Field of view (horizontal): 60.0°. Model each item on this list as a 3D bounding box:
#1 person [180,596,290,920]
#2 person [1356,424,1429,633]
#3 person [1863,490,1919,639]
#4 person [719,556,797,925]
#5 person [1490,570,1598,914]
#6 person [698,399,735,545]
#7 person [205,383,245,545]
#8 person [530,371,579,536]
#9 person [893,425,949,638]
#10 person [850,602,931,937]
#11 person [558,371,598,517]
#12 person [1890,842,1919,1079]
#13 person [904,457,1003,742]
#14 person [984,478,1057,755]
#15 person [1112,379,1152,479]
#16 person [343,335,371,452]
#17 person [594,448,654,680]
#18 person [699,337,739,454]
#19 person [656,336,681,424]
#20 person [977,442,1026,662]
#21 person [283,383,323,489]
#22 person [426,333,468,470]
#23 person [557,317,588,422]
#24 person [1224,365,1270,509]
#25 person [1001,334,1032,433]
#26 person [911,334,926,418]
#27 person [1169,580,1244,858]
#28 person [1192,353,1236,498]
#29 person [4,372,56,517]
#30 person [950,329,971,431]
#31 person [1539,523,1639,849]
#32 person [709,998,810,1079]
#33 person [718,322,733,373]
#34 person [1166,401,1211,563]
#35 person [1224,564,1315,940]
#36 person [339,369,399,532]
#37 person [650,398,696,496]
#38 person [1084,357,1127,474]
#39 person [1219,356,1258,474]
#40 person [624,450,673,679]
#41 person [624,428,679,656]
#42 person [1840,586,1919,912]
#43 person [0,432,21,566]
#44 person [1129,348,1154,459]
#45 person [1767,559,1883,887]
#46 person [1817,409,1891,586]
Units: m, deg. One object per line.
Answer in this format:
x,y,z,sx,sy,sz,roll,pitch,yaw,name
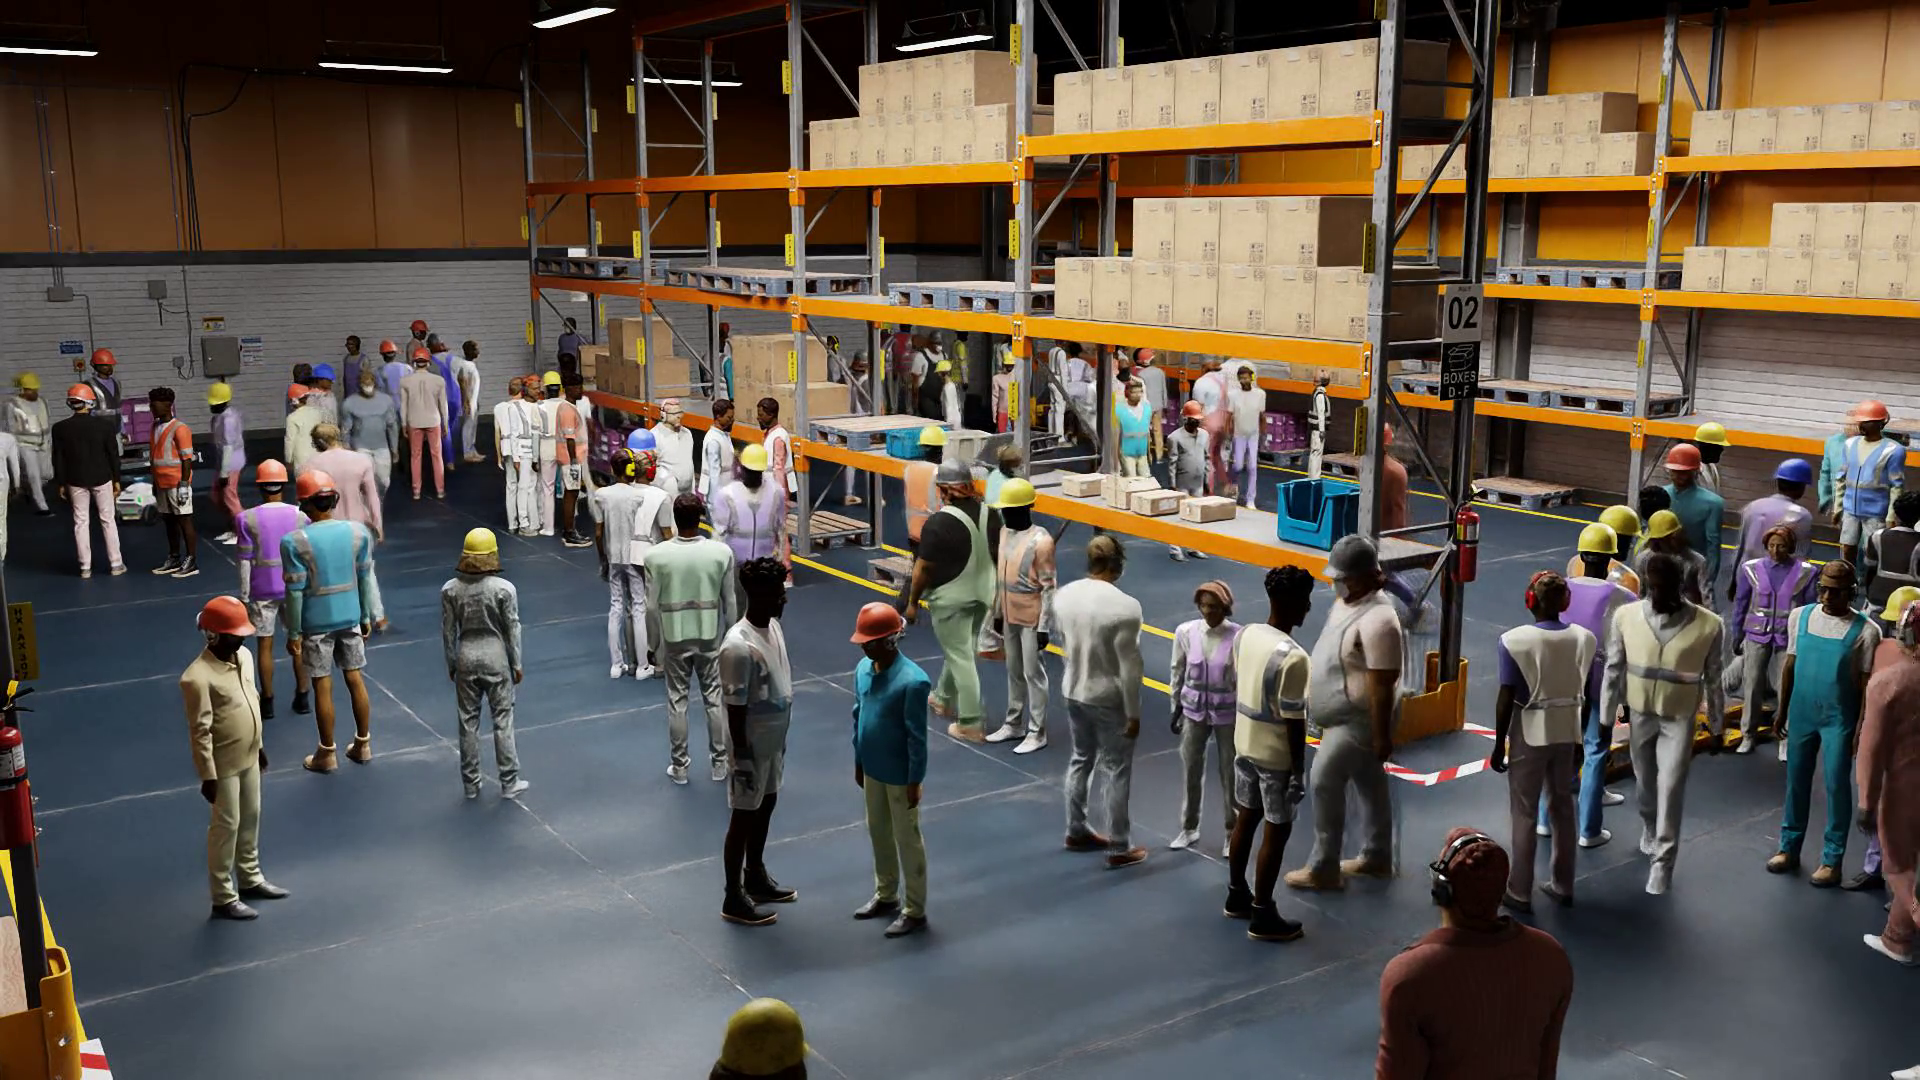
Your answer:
-3.834,1.140,8.795,0.354,1.740,0.575,1,11,5,person
3.707,-0.088,14.538,0.905,1.951,0.629,-6,12,-26,person
6.960,0.472,12.338,0.320,1.694,0.534,-7,13,-33,person
-1.059,1.042,8.750,0.367,1.958,0.610,3,11,15,person
3.119,1.082,8.879,0.570,1.830,0.421,-3,11,-13,person
-2.395,-0.457,16.538,0.399,1.906,0.604,0,11,0,person
-8.207,-0.845,18.617,0.432,1.863,0.680,-8,13,-35,person
-4.691,-0.998,19.291,0.589,1.916,0.400,-7,13,-33,person
-0.273,-0.067,14.565,0.846,1.900,0.598,-10,15,-42,person
-0.387,1.170,8.641,0.353,1.739,0.574,-9,14,-39,person
-4.681,-1.145,20.306,0.542,1.824,0.846,-5,12,-26,person
4.169,1.445,6.849,0.399,1.895,0.652,-1,11,-7,person
-0.116,0.376,11.928,0.698,2.000,0.950,-11,15,-43,person
0.424,0.519,11.500,0.383,1.922,0.587,-7,13,-32,person
2.021,-0.975,19.388,0.607,1.818,0.440,-8,14,-36,person
-9.438,-2.282,26.033,0.506,1.846,0.345,4,12,18,person
-2.664,0.192,13.326,0.519,1.865,0.326,4,12,17,person
-3.735,-2.238,25.830,0.624,1.840,0.429,7,13,31,person
-4.929,-2.652,27.969,0.512,1.837,0.350,1,11,6,person
0.386,0.116,13.664,0.541,1.888,0.721,2,11,9,person
-7.733,-0.991,19.699,0.467,1.735,0.564,3,11,13,person
-7.649,-2.073,24.459,0.689,2.000,0.940,-10,15,-43,person
-6.808,-2.947,29.199,0.632,1.940,0.372,5,12,26,person
3.634,-1.317,21.100,0.562,1.845,0.636,0,11,-2,person
0.914,-2.597,27.454,0.587,1.920,0.390,6,12,27,person
-0.728,-2.788,29.168,0.279,1.631,0.504,-5,12,-25,person
1.464,1.029,9.642,0.523,1.631,0.316,6,12,26,person
3.224,-1.484,21.449,0.718,2.000,0.543,-10,15,-42,person
-11.460,-1.174,20.489,0.611,1.804,0.602,5,12,25,person
0.011,-2.748,28.206,0.362,1.928,0.587,-3,12,-17,person
3.706,0.849,9.838,0.592,1.918,0.394,11,15,43,person
-0.512,2.018,4.324,0.489,1.731,0.325,6,12,26,person
-4.024,-2.826,28.768,0.368,1.873,0.592,0,11,1,person
2.468,-0.627,17.835,0.578,1.744,0.355,-7,13,-32,person
1.613,1.080,8.562,0.377,1.956,0.606,-4,12,-20,person
-6.988,-1.076,19.651,0.652,1.927,0.626,-7,13,-33,person
-2.841,-0.457,16.534,0.409,1.907,0.651,7,13,32,person
1.892,-1.515,22.062,0.560,1.880,1.022,-5,12,-26,person
3.917,-1.894,23.926,0.730,1.889,0.391,-4,12,-18,person
-2.535,0.201,13.327,0.565,1.843,0.396,5,12,26,person
-2.636,0.017,14.041,0.607,1.937,0.418,7,13,30,person
5.026,1.108,8.910,0.340,1.760,0.527,-3,11,-15,person
-10.375,-0.608,17.797,0.576,1.706,0.822,-6,12,-27,person
2.742,-2.079,25.370,0.318,1.700,0.535,-8,13,-34,person
4.807,0.999,9.265,0.349,1.839,0.506,-8,14,-36,person
8.775,-0.377,16.304,1.001,1.847,0.648,-7,13,-30,person
